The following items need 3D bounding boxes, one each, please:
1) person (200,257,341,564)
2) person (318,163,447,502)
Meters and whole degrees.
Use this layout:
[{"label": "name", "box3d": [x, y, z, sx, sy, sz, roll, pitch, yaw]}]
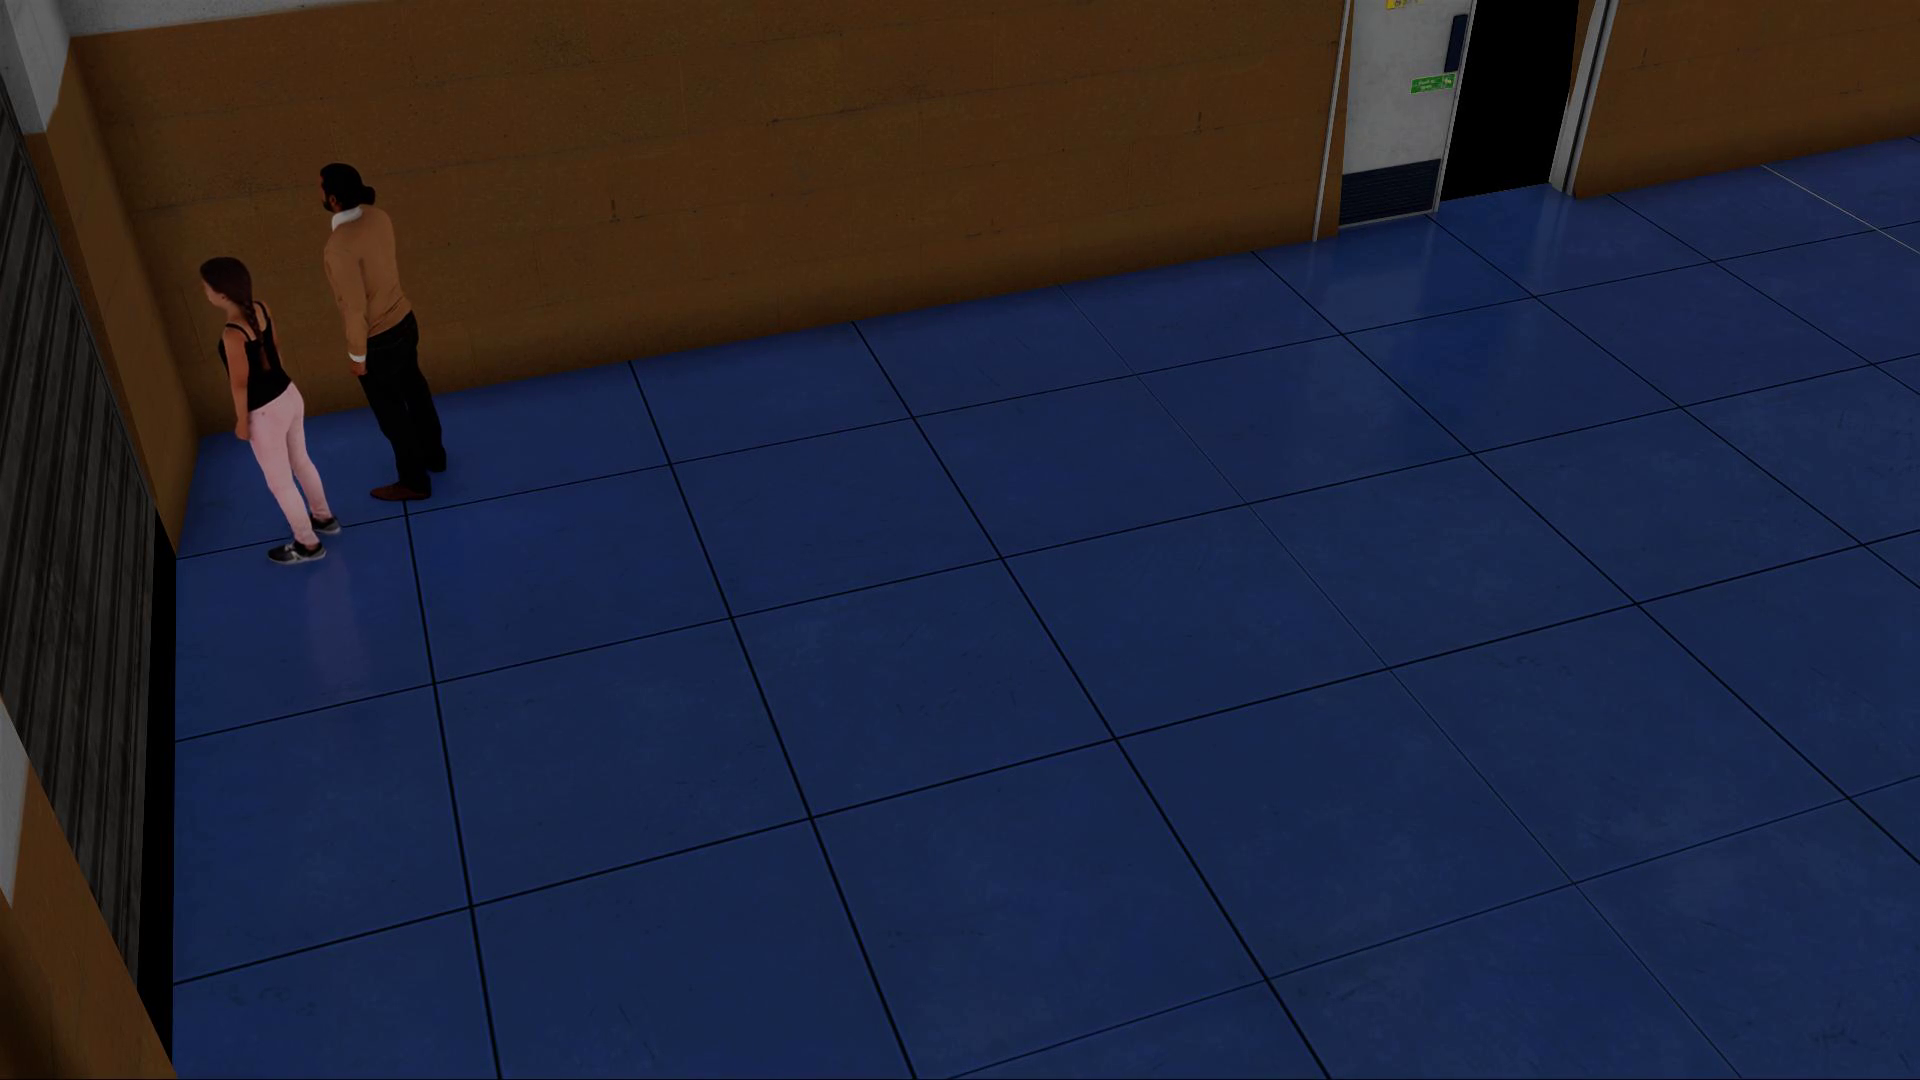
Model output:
[{"label": "person", "box3d": [-3.163, -0.599, 7.646, 0.664, 1.562, 0.579, 6, 37, 7]}, {"label": "person", "box3d": [-2.793, -0.983, 8.011, 0.808, 1.737, 0.687, 5, 37, 6]}]
